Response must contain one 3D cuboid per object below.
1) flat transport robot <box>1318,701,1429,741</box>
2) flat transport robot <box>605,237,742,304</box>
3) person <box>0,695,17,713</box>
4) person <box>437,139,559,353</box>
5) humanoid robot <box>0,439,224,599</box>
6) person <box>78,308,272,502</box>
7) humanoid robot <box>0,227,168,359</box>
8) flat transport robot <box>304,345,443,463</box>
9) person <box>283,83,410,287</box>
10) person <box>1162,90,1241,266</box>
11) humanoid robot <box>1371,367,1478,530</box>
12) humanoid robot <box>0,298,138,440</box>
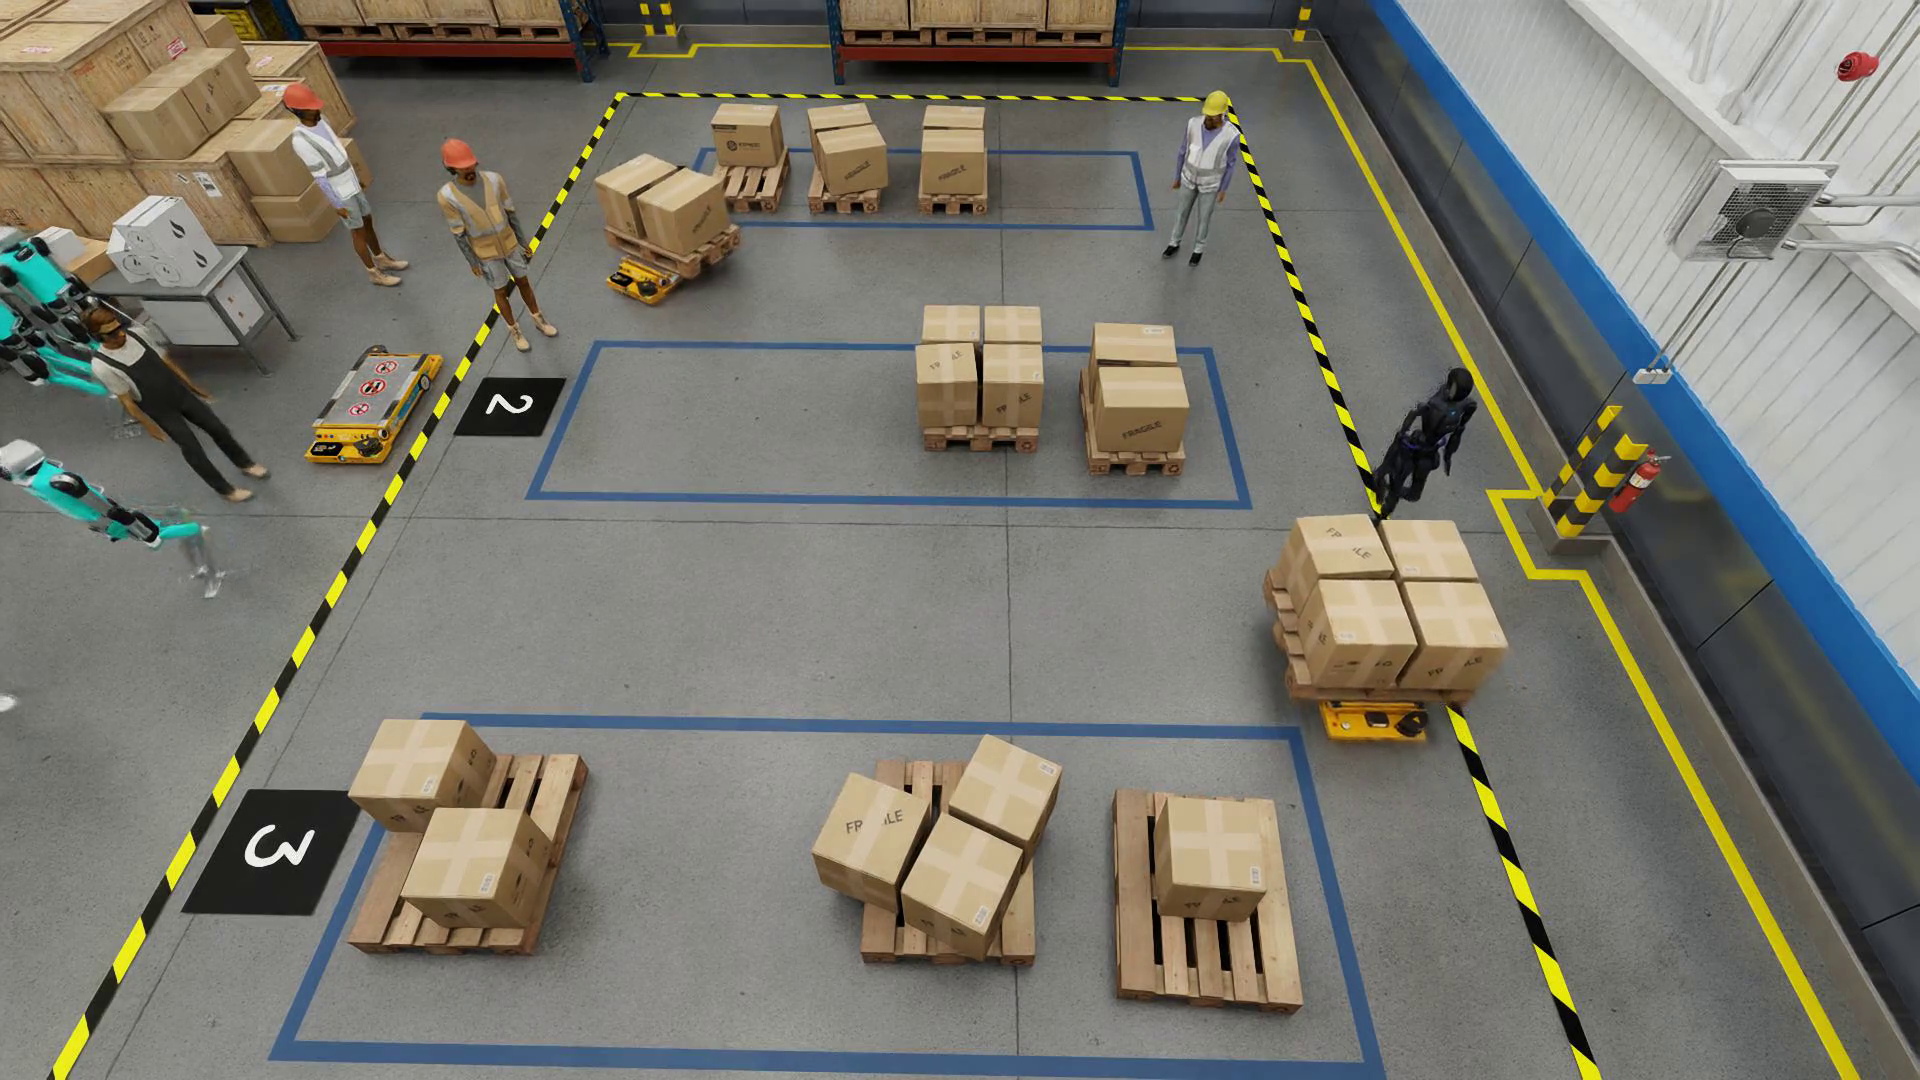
[{"bbox_3d":[2.870,0.778,6.690,0.652,0.197,1.431,1,50,1],"label":"flat transport robot"},{"bbox_3d":[-3.106,-3.098,9.970,0.652,0.197,1.431,26,55,20],"label":"flat transport robot"},{"bbox_3d":[-6.952,0.760,5.708,0.706,1.816,0.601,-31,56,-23],"label":"person"},{"bbox_3d":[-4.288,-2.704,8.492,0.366,2.048,0.606,35,58,26],"label":"person"},{"bbox_3d":[-5.893,-0.194,6.589,0.564,1.790,0.795,10,50,8],"label":"humanoid robot"},{"bbox_3d":[-6.209,-1.050,7.232,0.407,1.841,0.532,2,50,2],"label":"person"},{"bbox_3d":[-7.468,-1.862,8.042,0.733,1.875,0.541,-1,50,-1],"label":"humanoid robot"},{"bbox_3d":[-5.383,-1.269,8.441,0.659,0.231,1.431,1,50,1],"label":"flat transport robot"},{"bbox_3d":[-6.149,-3.533,9.197,0.391,2.039,0.612,-5,50,-4],"label":"person"},{"bbox_3d":[2.499,-3.722,9.491,0.591,1.832,0.404,25,54,20],"label":"person"},{"bbox_3d":[3.478,-0.704,7.044,0.608,1.634,0.534,-8,50,-7],"label":"humanoid robot"},{"bbox_3d":[-7.572,-1.548,7.730,0.694,1.810,0.533,-15,51,-13],"label":"humanoid robot"}]
